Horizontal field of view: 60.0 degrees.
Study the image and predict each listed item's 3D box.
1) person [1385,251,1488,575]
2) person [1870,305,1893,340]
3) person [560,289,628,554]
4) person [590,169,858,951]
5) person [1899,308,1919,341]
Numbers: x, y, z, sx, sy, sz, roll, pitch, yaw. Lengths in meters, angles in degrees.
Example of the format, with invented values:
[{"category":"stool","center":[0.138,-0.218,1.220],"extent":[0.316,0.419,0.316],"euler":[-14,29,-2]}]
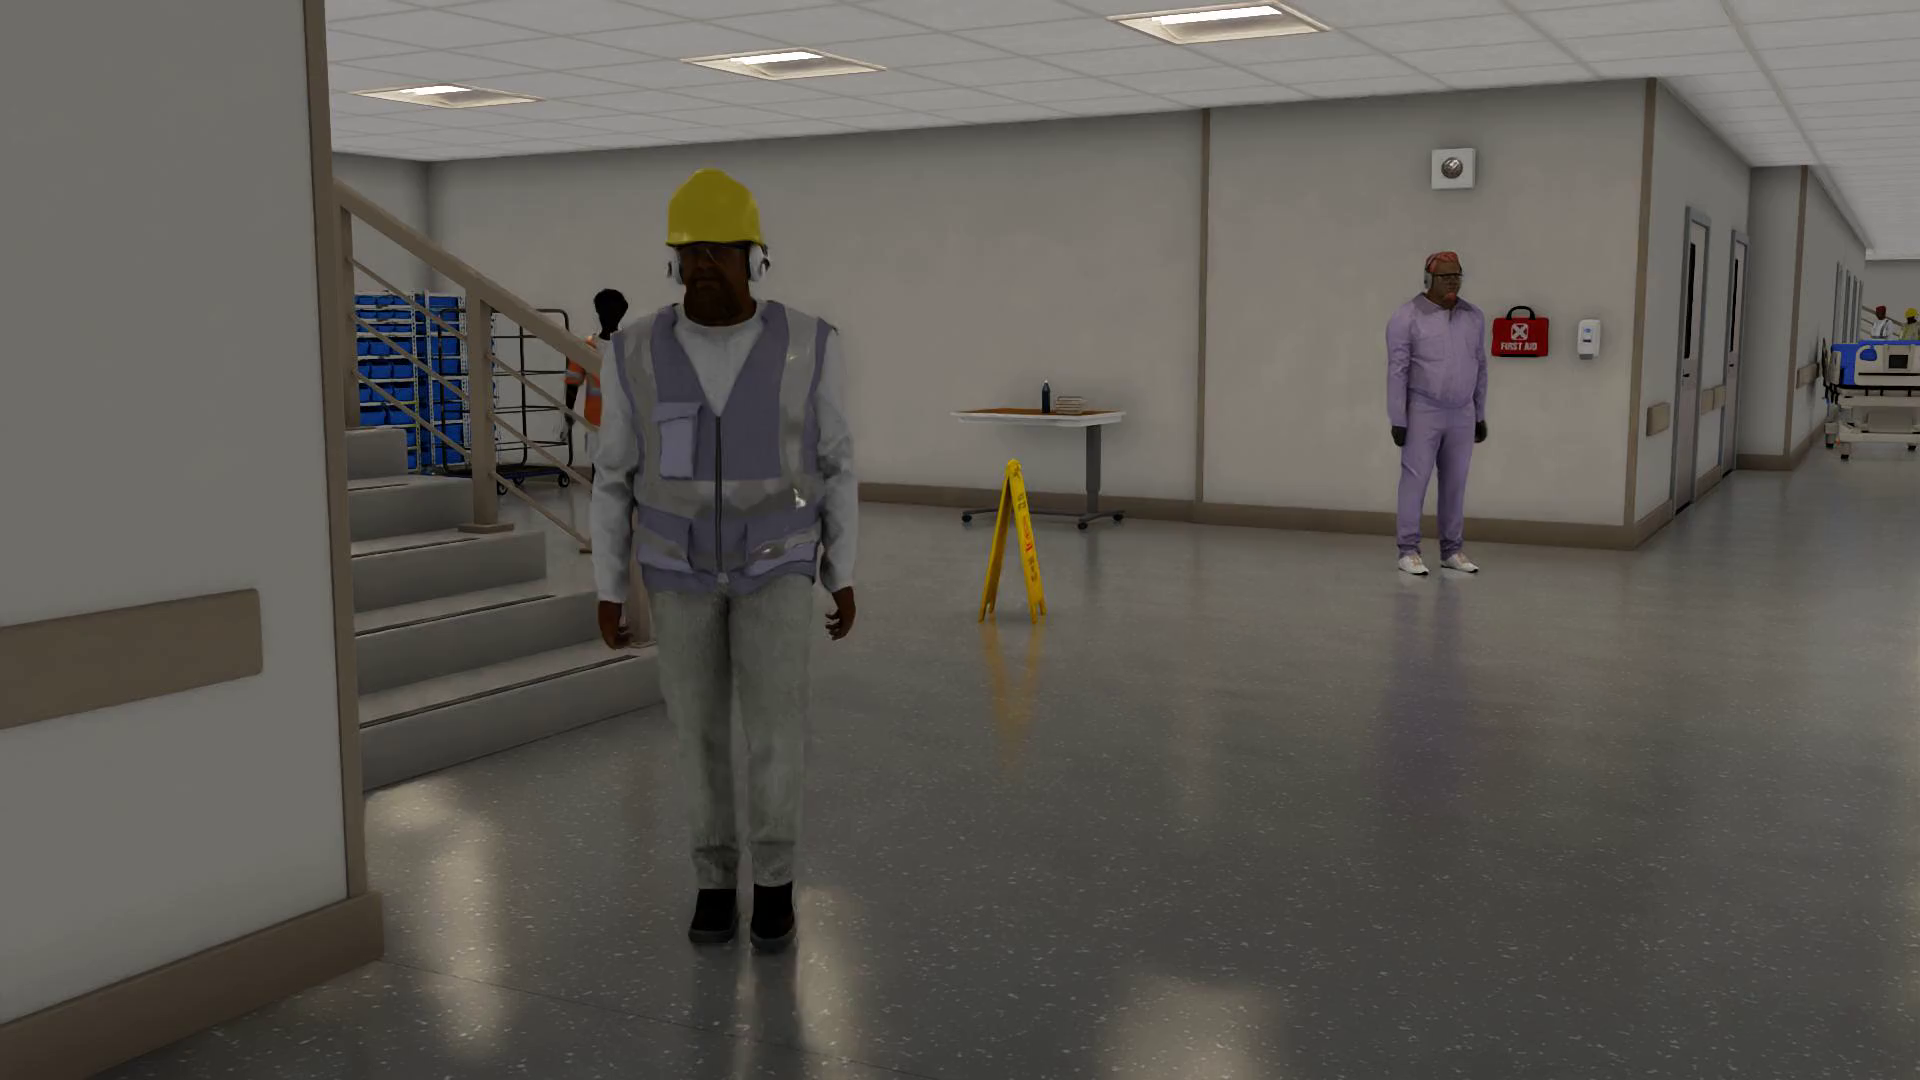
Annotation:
[{"category":"person","center":[2.827,-0.739,9.802],"extent":[0.640,1.900,0.404],"euler":[-2,8,-17]},{"category":"person","center":[20.570,-4.296,37.210],"extent":[0.355,1.883,0.574],"euler":[-2,8,-12]},{"category":"person","center":[-2.222,-0.757,10.679],"extent":[0.605,1.699,0.333],"euler":[0,7,-1]},{"category":"person","center":[-0.552,0.068,3.874],"extent":[0.625,1.815,0.503],"euler":[0,7,-1]},{"category":"person","center":[20.675,-4.136,36.213],"extent":[0.403,1.823,0.586],"euler":[-3,8,-21]}]
